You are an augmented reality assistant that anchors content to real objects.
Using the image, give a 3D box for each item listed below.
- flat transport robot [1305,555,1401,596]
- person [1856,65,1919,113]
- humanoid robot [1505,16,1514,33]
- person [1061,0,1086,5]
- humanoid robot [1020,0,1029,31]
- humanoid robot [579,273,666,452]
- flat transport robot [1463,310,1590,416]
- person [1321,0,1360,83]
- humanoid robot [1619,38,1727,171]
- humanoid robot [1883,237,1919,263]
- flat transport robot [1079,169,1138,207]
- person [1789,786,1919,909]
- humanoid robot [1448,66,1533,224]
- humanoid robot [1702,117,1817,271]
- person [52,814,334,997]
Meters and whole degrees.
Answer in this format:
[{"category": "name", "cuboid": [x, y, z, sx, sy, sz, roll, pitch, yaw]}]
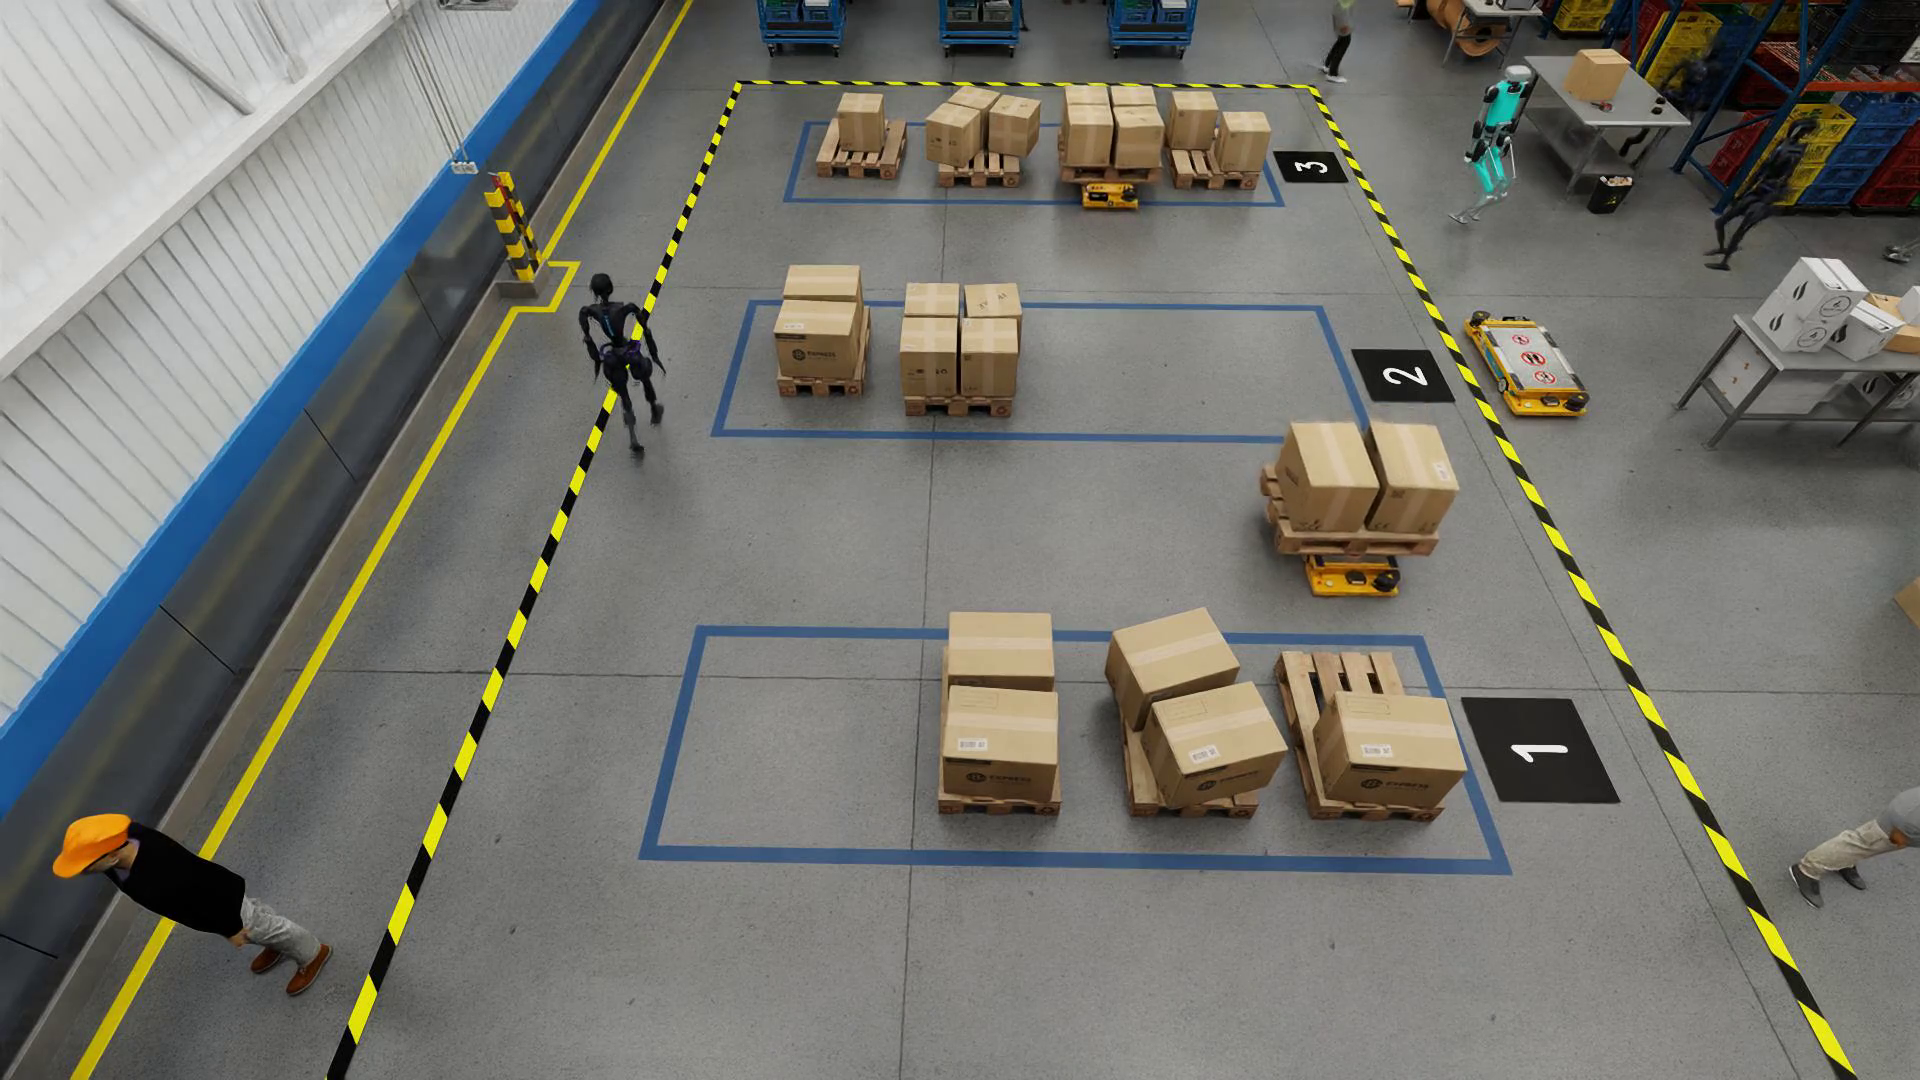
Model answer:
[{"category": "flat transport robot", "cuboid": [3.136, -0.151, 7.645, 0.652, 0.197, 1.431, 1, 49, 1]}, {"category": "person", "cuboid": [12.344, -6.198, 11.886, 0.760, 1.807, 0.636, 2, 49, 2]}, {"category": "humanoid robot", "cuboid": [8.536, -8.595, 14.045, 0.457, 1.646, 0.589, 28, 55, 22]}, {"category": "person", "cuboid": [1.936, -9.821, 14.940, 0.620, 1.932, 0.370, -10, 50, -8]}, {"category": "humanoid robot", "cuboid": [0.755, -8.808, 14.254, 0.772, 1.620, 0.612, 20, 52, 17]}, {"category": "humanoid robot", "cuboid": [-2.905, -1.528, 7.942, 0.612, 1.637, 0.677, -7, 49, -6]}, {"category": "flat transport robot", "cuboid": [5.573, -1.757, 9.054, 0.659, 0.231, 1.431, 1, 49, 1]}, {"category": "person", "cuboid": [5.476, -7.400, 12.922, 0.435, 1.819, 0.612, 21, 52, 17]}, {"category": "humanoid robot", "cuboid": [8.716, -5.353, 11.251, 0.613, 1.631, 0.552, 9, 50, 8]}, {"category": "humanoid robot", "cuboid": [10.731, -3.781, 9.785, 0.723, 1.723, 0.531, 36, 58, 27]}, {"category": "flat transport robot", "cuboid": [1.837, -4.640, 11.531, 0.652, 0.197, 1.431, 1, 49, 1]}, {"category": "person", "cuboid": [5.495, 1.562, 5.188, 0.563, 1.768, 0.398, -12, 50, -10]}, {"category": "humanoid robot", "cuboid": [5.999, -4.301, 10.199, 0.533, 1.673, 0.735, -11, 50, -10]}, {"category": "humanoid robot", "cuboid": [8.516, -3.653, 9.766, 0.334, 1.647, 0.609, 10, 50, 9]}, {"category": "person", "cuboid": [-3.963, 1.912, 4.811, 0.587, 1.884, 0.361, 21, 52, 17]}]
